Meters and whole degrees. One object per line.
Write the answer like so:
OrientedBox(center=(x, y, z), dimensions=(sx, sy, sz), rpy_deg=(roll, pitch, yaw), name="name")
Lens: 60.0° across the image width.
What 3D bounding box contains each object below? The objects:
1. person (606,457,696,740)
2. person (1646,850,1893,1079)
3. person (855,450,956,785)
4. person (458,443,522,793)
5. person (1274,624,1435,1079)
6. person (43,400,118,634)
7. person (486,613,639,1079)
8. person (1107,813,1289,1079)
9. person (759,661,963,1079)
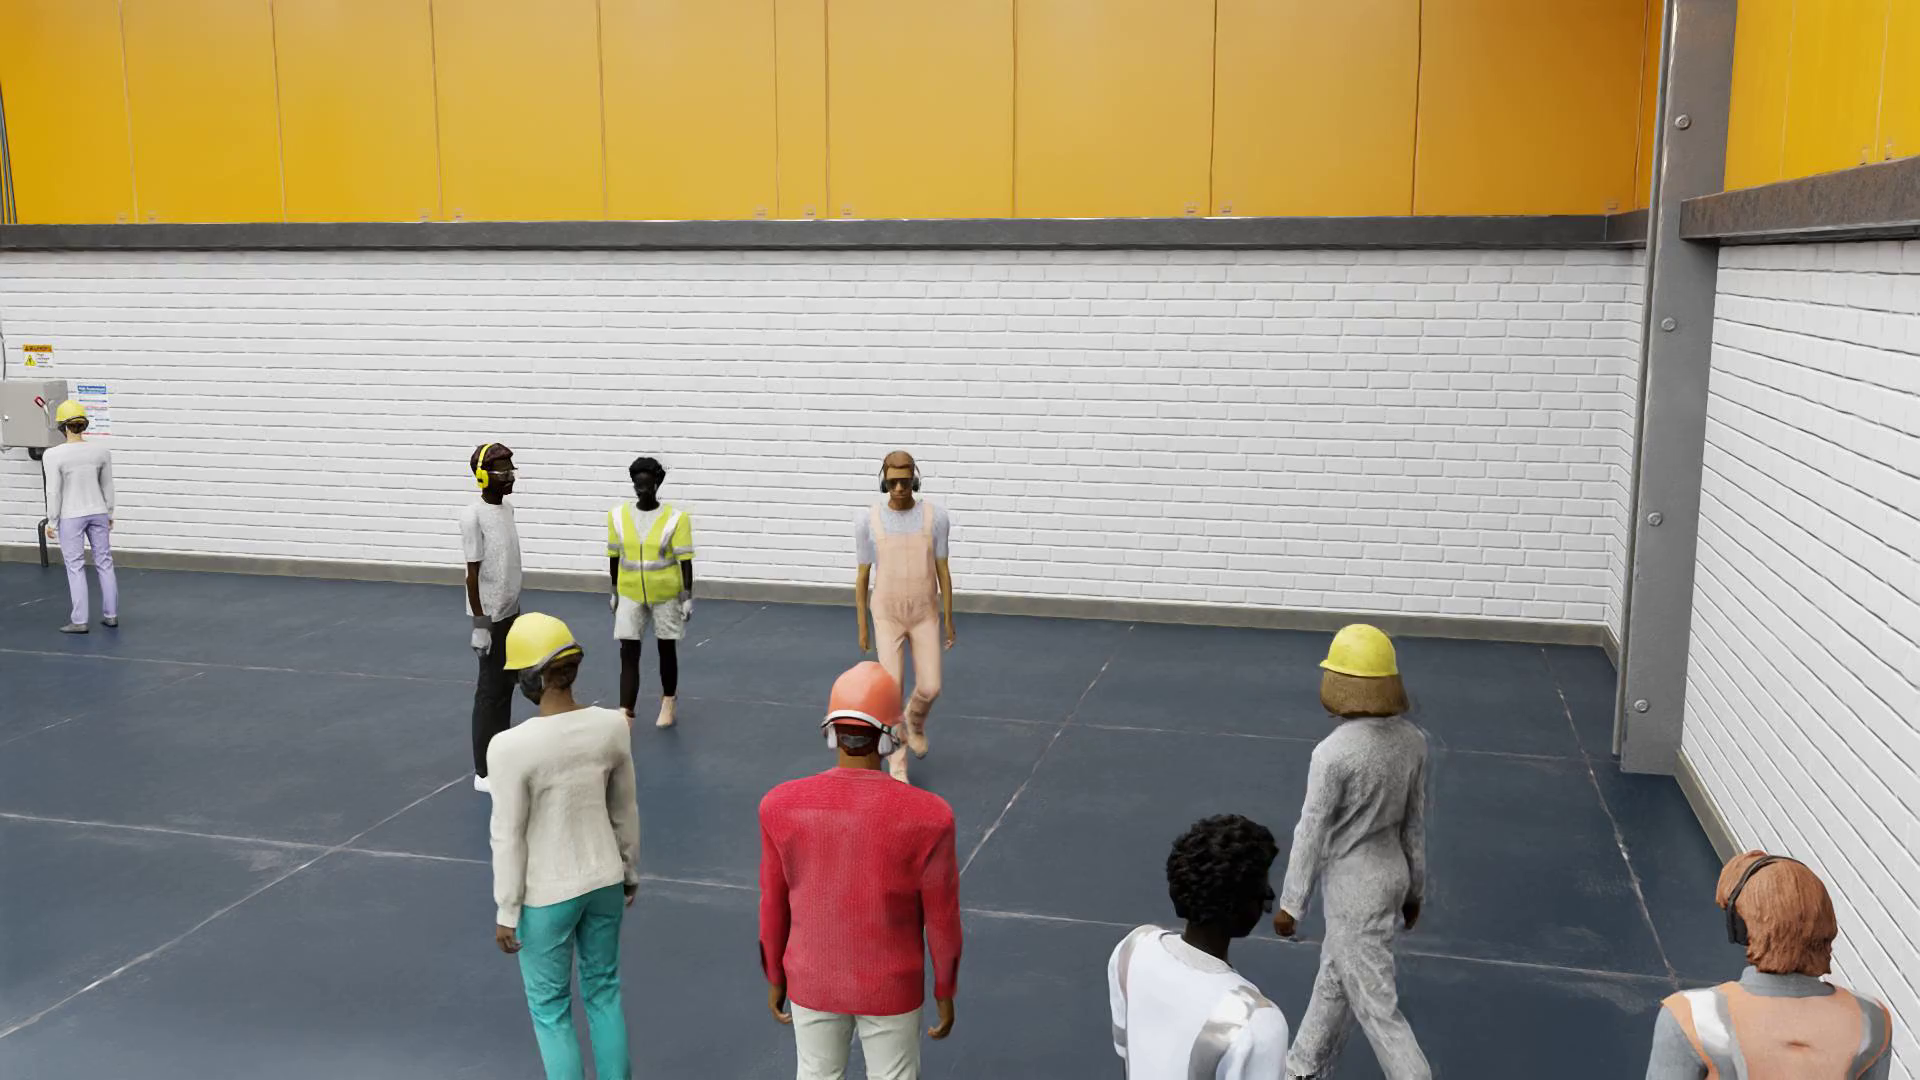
OrientedBox(center=(-1.839, 0.345, 9.799), dimensions=(0.551, 1.664, 0.707), rpy_deg=(1, 10, 4), name="person")
OrientedBox(center=(1.647, 1.448, 3.455), dimensions=(0.526, 1.632, 0.311), rpy_deg=(-1, 10, -6), name="person")
OrientedBox(center=(-0.298, 0.413, 8.946), dimensions=(0.540, 1.829, 0.530), rpy_deg=(-1, 10, -6), name="person")
OrientedBox(center=(-2.449, 0.411, 8.855), dimensions=(0.321, 1.871, 0.532), rpy_deg=(1, 10, 8), name="person")
OrientedBox(center=(1.279, 1.109, 5.245), dimensions=(0.503, 1.699, 0.892), rpy_deg=(-8, 13, -40), name="person")
OrientedBox(center=(-6.667, -0.174, 12.608), dimensions=(0.311, 1.768, 0.533), rpy_deg=(6, 11, 31), name="person")
OrientedBox(center=(-1.247, 1.091, 5.244), dimensions=(0.395, 1.742, 0.543), rpy_deg=(8, 13, 40), name="person")
OrientedBox(center=(0.508, 1.403, 3.555), dimensions=(0.319, 1.688, 0.540), rpy_deg=(-6, 11, -30), name="person")
OrientedBox(center=(-0.269, 1.197, 4.617), dimensions=(0.573, 1.739, 0.355), rpy_deg=(2, 10, 9), name="person")
